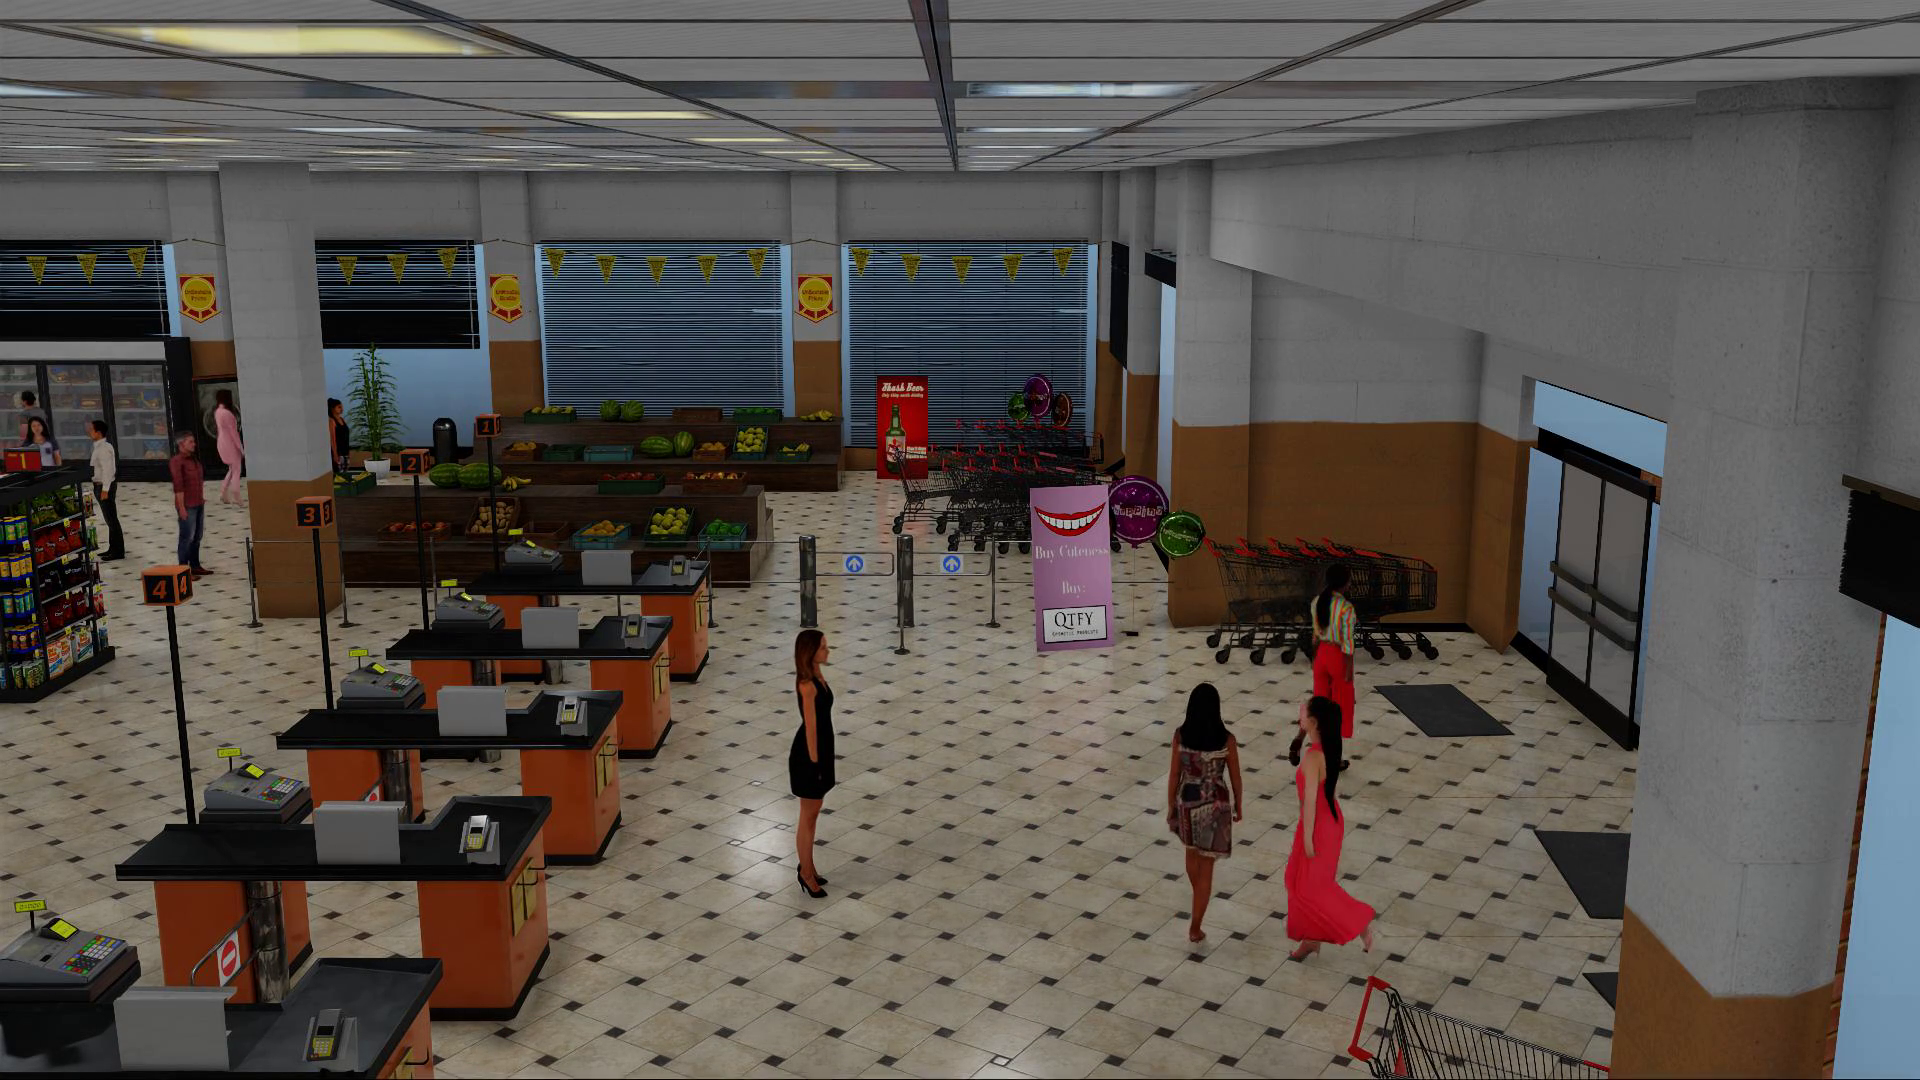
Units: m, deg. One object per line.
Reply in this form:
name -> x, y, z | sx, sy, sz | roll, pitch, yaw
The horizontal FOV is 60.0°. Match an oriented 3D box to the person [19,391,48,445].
person -> -13.847, -1.371, 25.057 | 0.803, 1.742, 0.724 | 3, 12, 13

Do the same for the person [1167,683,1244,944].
person -> 1.528, 1.756, 10.559 | 1.138, 1.597, 0.921 | 4, 12, 17

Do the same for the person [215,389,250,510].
person -> -10.946, -1.341, 24.784 | 0.756, 1.795, 0.817 | 12, 17, 44

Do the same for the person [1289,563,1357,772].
person -> 2.932, 1.071, 13.376 | 1.023, 1.776, 0.923 | -9, 15, -38

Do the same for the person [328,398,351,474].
person -> -9.318, -1.309, 24.951 | 0.512, 1.665, 0.590 | 1, 12, 3

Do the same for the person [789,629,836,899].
person -> -0.994, 1.495, 11.219 | 0.517, 1.834, 0.581 | 0, 12, 2

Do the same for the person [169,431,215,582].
person -> -9.475, -0.443, 20.436 | 0.527, 1.829, 0.688 | 0, 12, 1

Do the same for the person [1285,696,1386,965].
person -> 2.252, 1.801, 10.074 | 0.963, 1.707, 0.846 | 8, 14, 33

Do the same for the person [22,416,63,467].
person -> -12.501, -0.836, 22.721 | 1.120, 1.658, 1.092 | -9, 15, -35

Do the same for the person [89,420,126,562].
person -> -11.017, -0.652, 21.470 | 0.738, 1.812, 0.745 | -7, 14, -29
